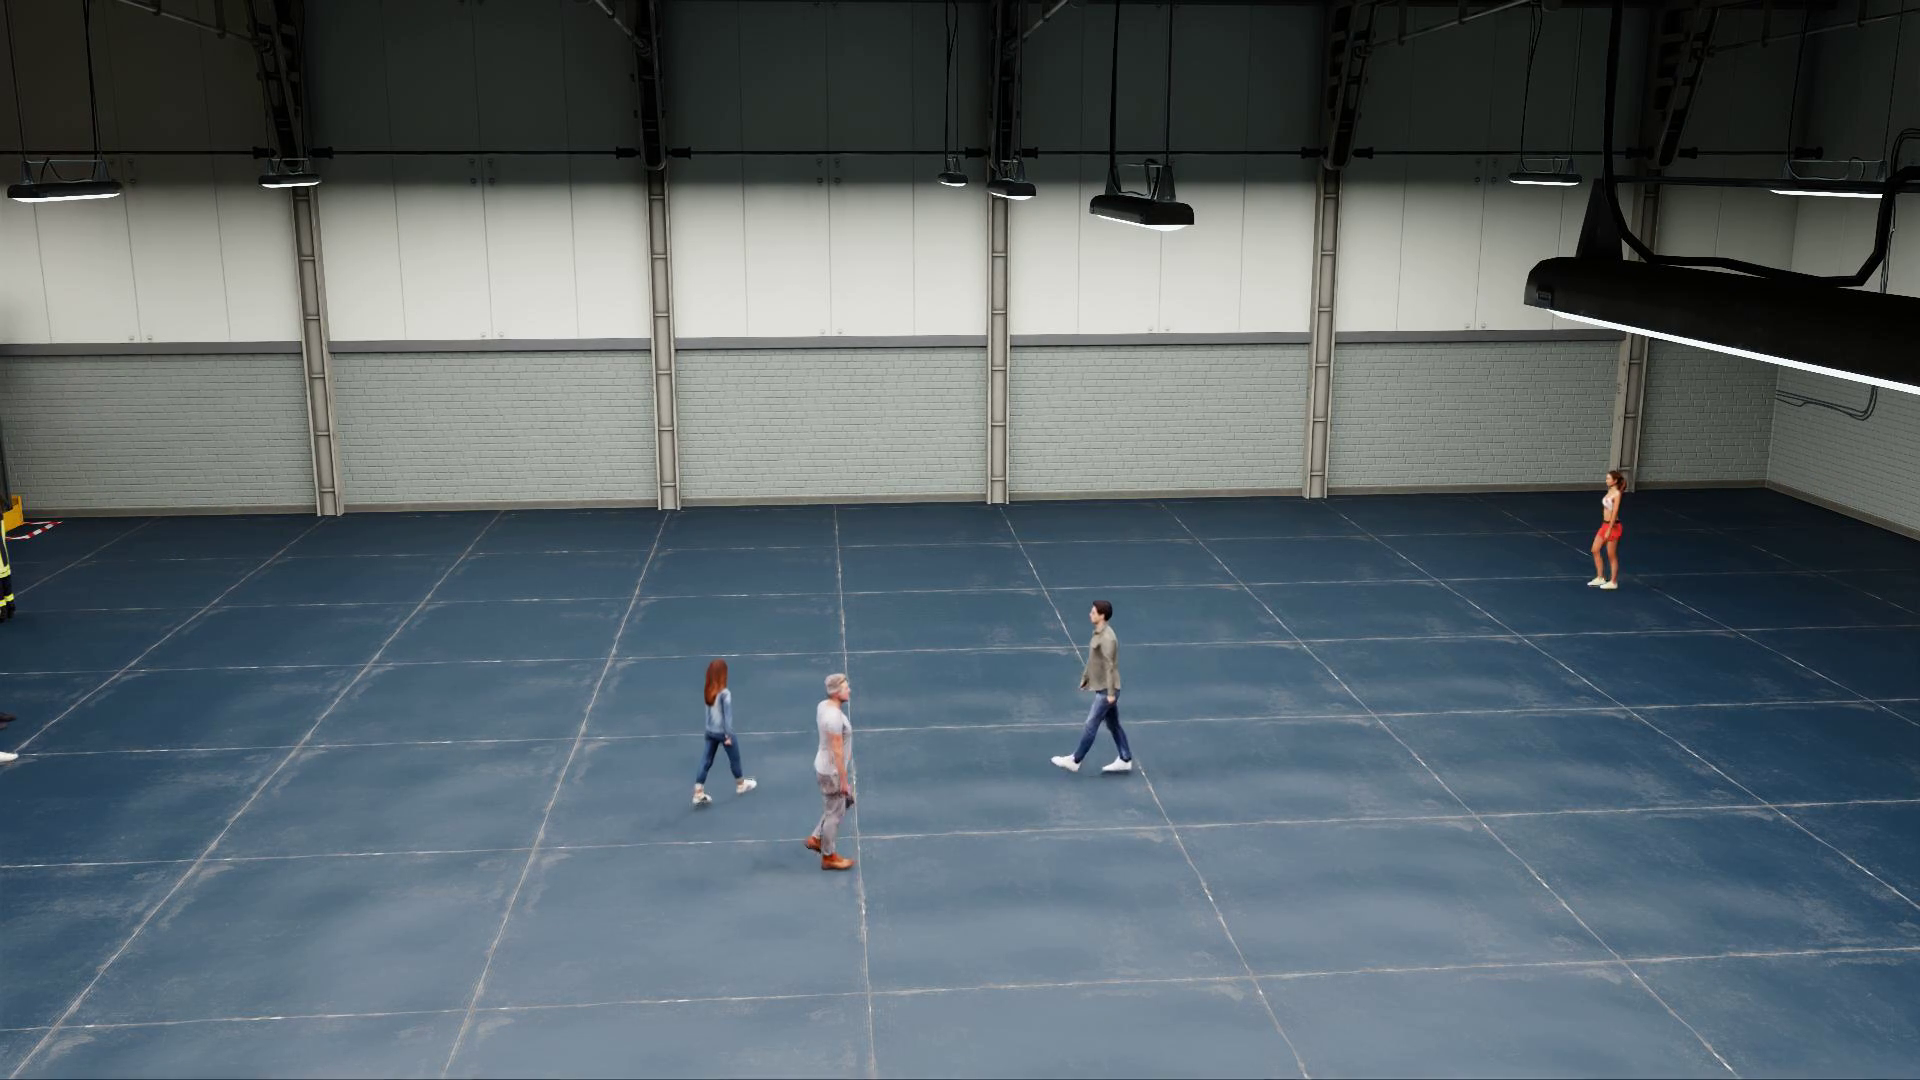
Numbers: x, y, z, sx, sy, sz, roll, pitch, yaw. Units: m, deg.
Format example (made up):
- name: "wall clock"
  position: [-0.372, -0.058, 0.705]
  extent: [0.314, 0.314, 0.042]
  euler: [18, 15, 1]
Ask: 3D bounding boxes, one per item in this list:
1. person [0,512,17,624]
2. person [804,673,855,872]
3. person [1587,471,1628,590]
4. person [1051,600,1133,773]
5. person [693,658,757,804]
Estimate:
- name: "person"
  position: [-13.267, 0.211, 22.804]
  extent: [0.692, 1.821, 0.765]
  euler: [0, 13, 1]
- name: "person"
  position: [-1.219, 2.065, 14.803]
  extent: [0.731, 1.820, 0.731]
  euler: [-3, 13, -11]
- name: "person"
  position: [9.640, -0.139, 24.406]
  extent: [0.683, 1.780, 0.615]
  euler: [0, 13, 1]
- name: "person"
  position: [1.585, 1.535, 17.075]
  extent: [1.083, 1.826, 0.753]
  euler: [-1, 13, -3]
- name: "person"
  position: [-2.428, 1.904, 16.324]
  extent: [0.971, 1.447, 1.031]
  euler: [11, 17, 40]
